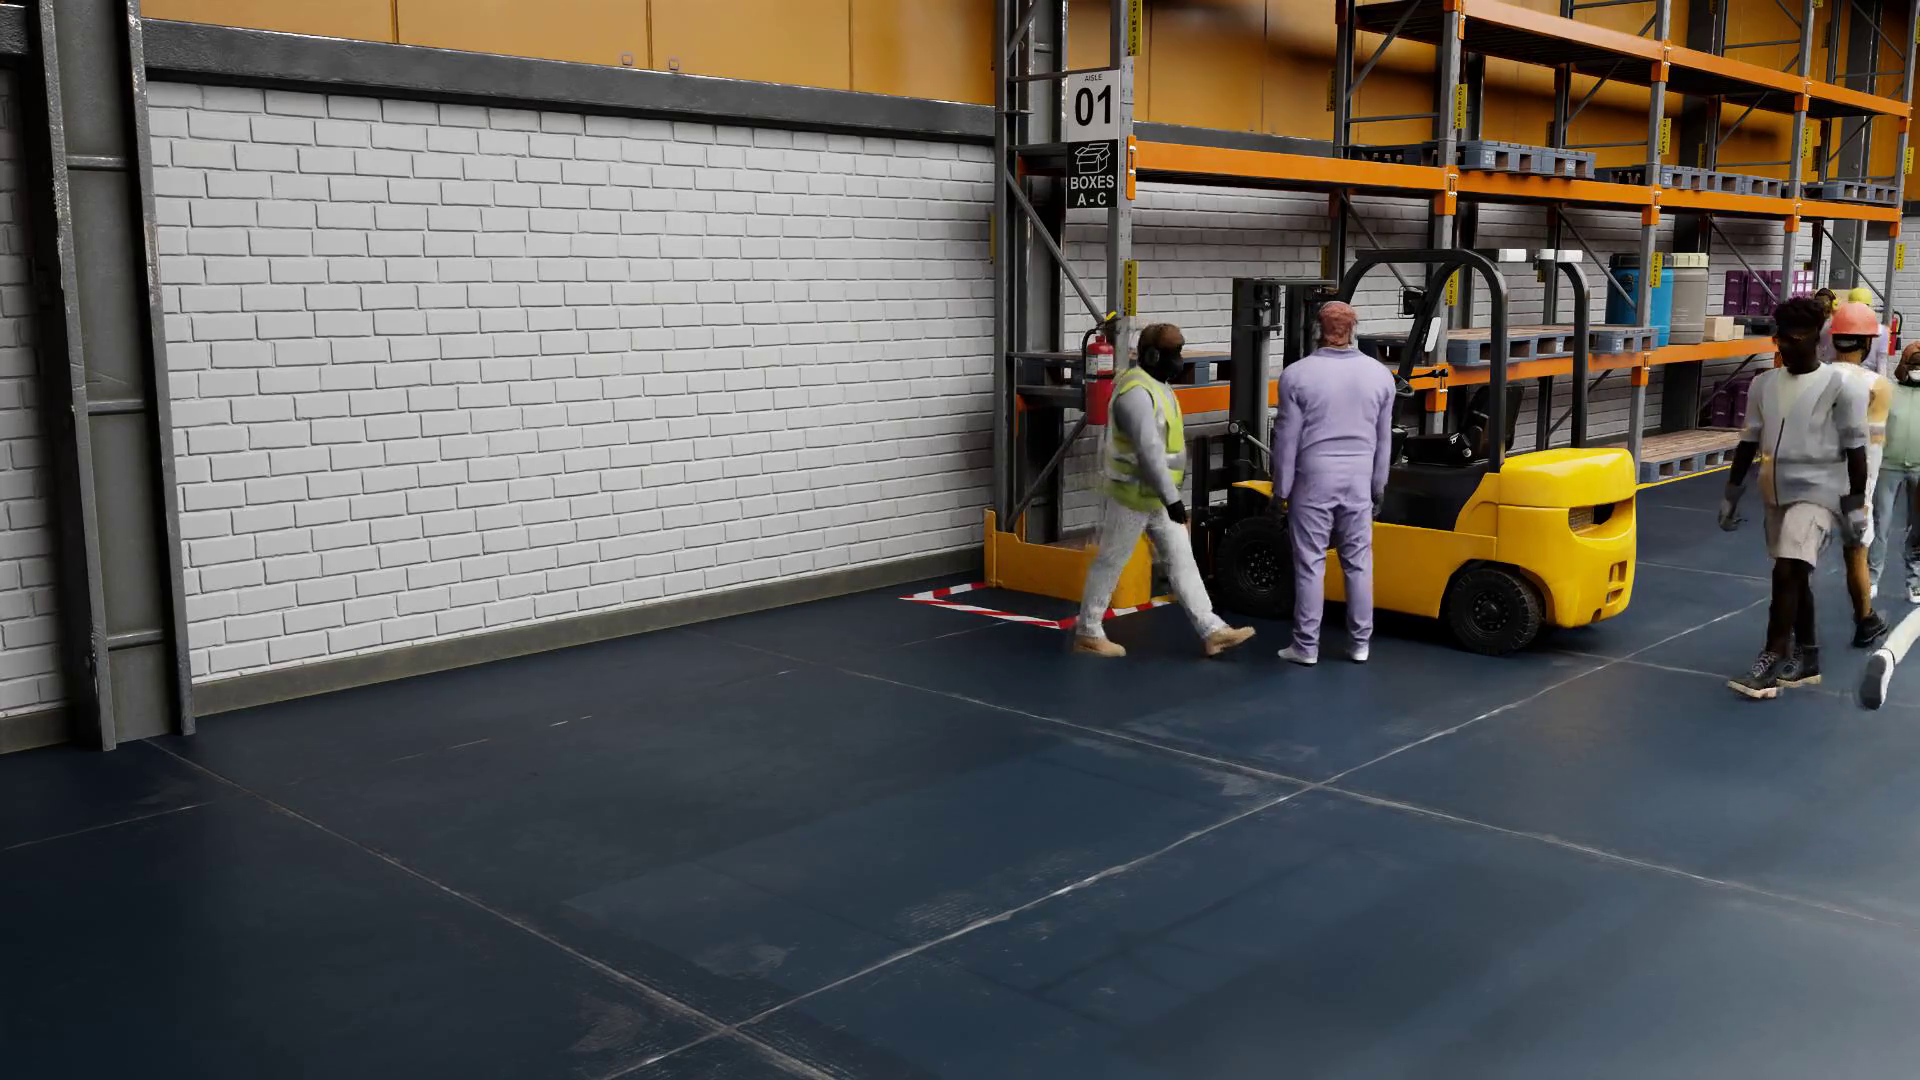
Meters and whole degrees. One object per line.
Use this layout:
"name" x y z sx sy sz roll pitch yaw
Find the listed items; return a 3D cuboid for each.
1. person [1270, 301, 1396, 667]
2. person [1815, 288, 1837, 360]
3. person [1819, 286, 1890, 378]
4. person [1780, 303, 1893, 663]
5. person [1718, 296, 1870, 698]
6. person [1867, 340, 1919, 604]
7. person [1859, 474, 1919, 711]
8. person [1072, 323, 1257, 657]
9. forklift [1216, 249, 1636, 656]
"person" 1.927 -0.289 8.694 0.650 1.906 0.402 -2 9 -11
"person" 9.170 -1.747 17.750 0.328 1.872 0.514 -9 13 -44
"person" 8.568 -1.480 16.006 0.591 1.908 0.704 7 11 35
"person" 4.707 -0.311 8.878 0.992 1.882 0.547 -7 12 -38
"person" 3.956 -0.202 8.052 0.859 1.929 0.648 -4 10 -22
"person" 5.872 -0.418 10.318 0.499 1.633 0.281 5 11 28
"person" 4.455 -0.047 7.439 0.725 1.837 0.525 -5 10 -27
"person" 1.034 -0.233 8.717 0.989 1.781 0.629 4 10 25
"forklift" 2.710 -0.584 9.626 2.313 2.155 1.214 9 13 43
